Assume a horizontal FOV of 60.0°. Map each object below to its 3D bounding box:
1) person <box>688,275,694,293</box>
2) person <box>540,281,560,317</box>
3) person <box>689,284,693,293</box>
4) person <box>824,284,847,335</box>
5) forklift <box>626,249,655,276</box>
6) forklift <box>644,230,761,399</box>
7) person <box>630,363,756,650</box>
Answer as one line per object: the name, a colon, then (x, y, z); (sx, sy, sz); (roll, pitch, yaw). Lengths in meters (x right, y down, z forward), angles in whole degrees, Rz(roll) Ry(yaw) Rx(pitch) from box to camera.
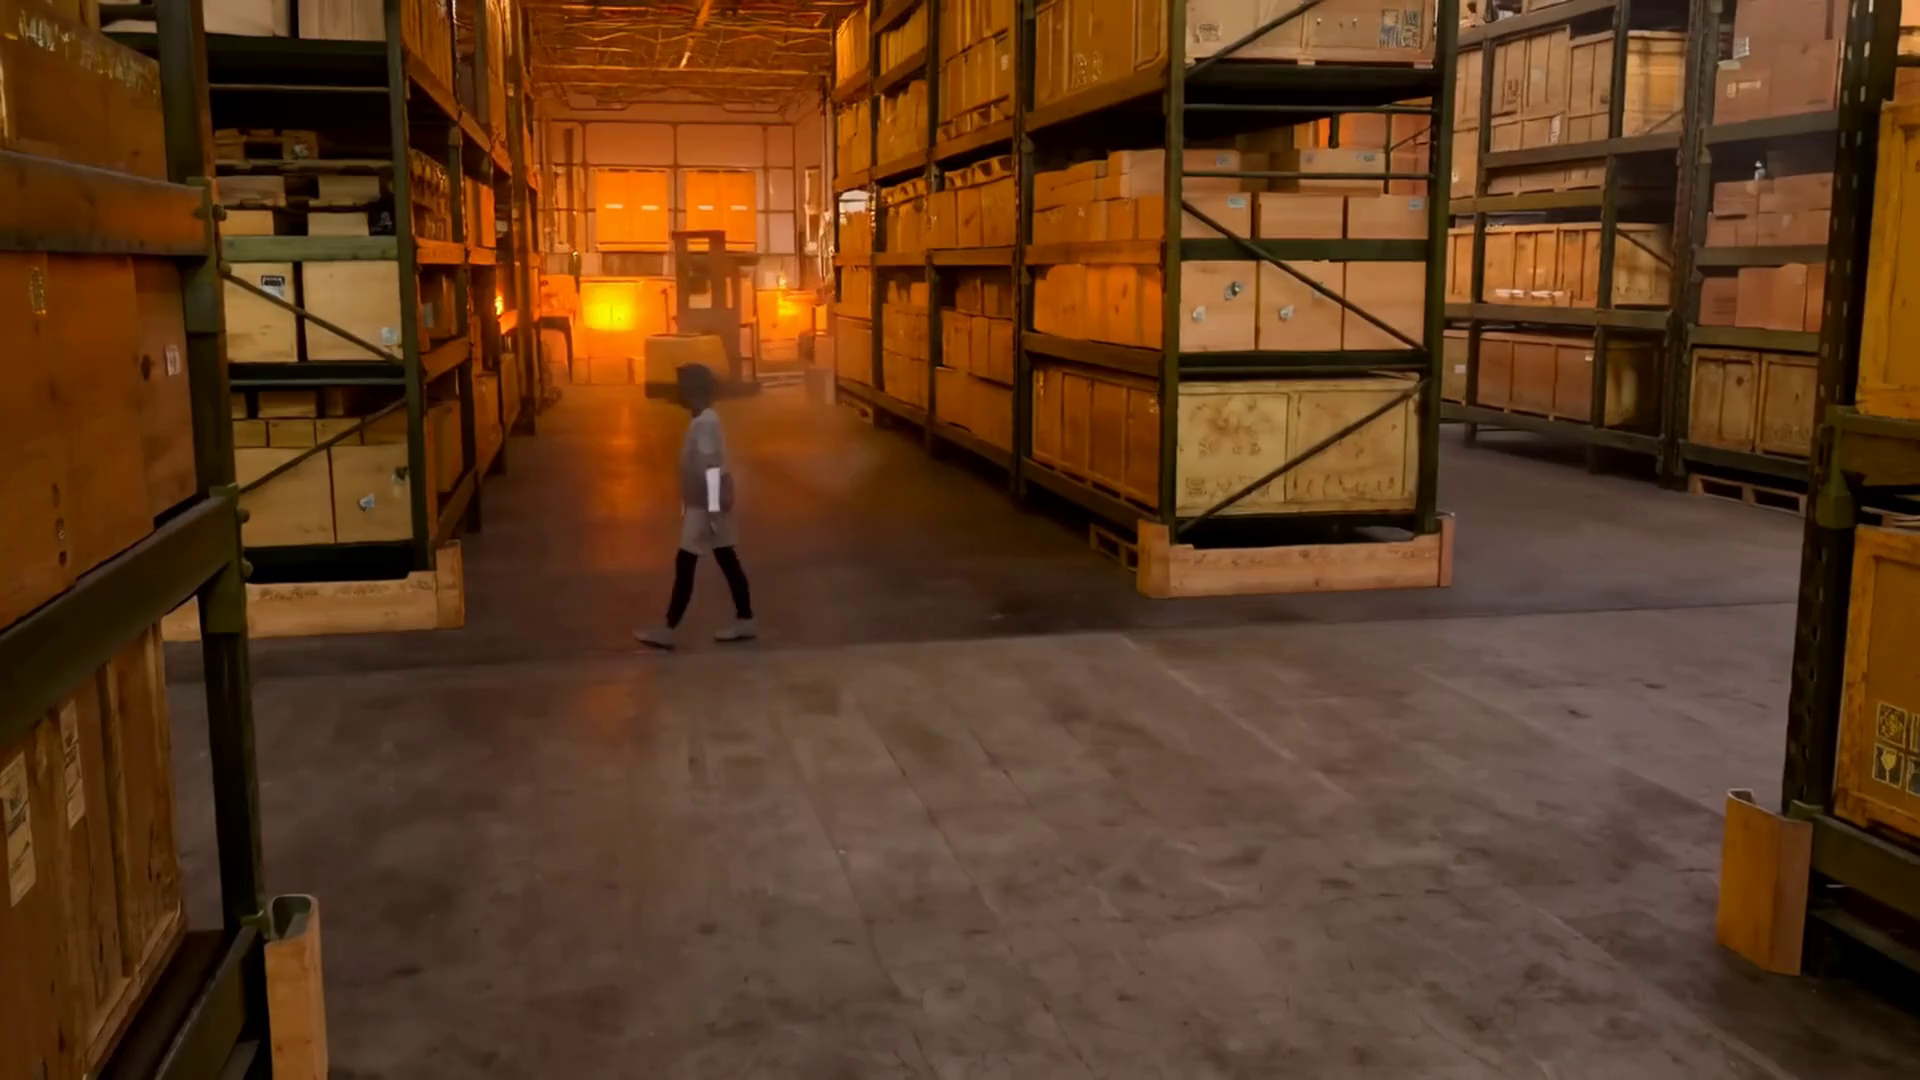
person: (-10.040, -8.806, 61.408); (0.592, 1.922, 0.379); (5, 11, 28)
person: (-10.338, -5.553, 41.716); (0.673, 1.927, 0.706); (-2, 10, -12)
person: (-6.101, -4.811, 37.309); (0.429, 1.843, 0.628); (-6, 11, -34)
person: (-2.181, -3.963, 31.827); (0.676, 1.935, 0.948); (7, 11, 35)
forklift: (-10.887, -8.534, 56.844); (1.129, 2.768, 1.873); (-7, 12, -38)
forklift: (-4.360, -3.784, 27.888); (1.129, 2.768, 1.873); (5, 11, 29)
person: (-1.573, -0.194, 9.698); (0.815, 1.655, 0.552); (-2, 9, -10)
